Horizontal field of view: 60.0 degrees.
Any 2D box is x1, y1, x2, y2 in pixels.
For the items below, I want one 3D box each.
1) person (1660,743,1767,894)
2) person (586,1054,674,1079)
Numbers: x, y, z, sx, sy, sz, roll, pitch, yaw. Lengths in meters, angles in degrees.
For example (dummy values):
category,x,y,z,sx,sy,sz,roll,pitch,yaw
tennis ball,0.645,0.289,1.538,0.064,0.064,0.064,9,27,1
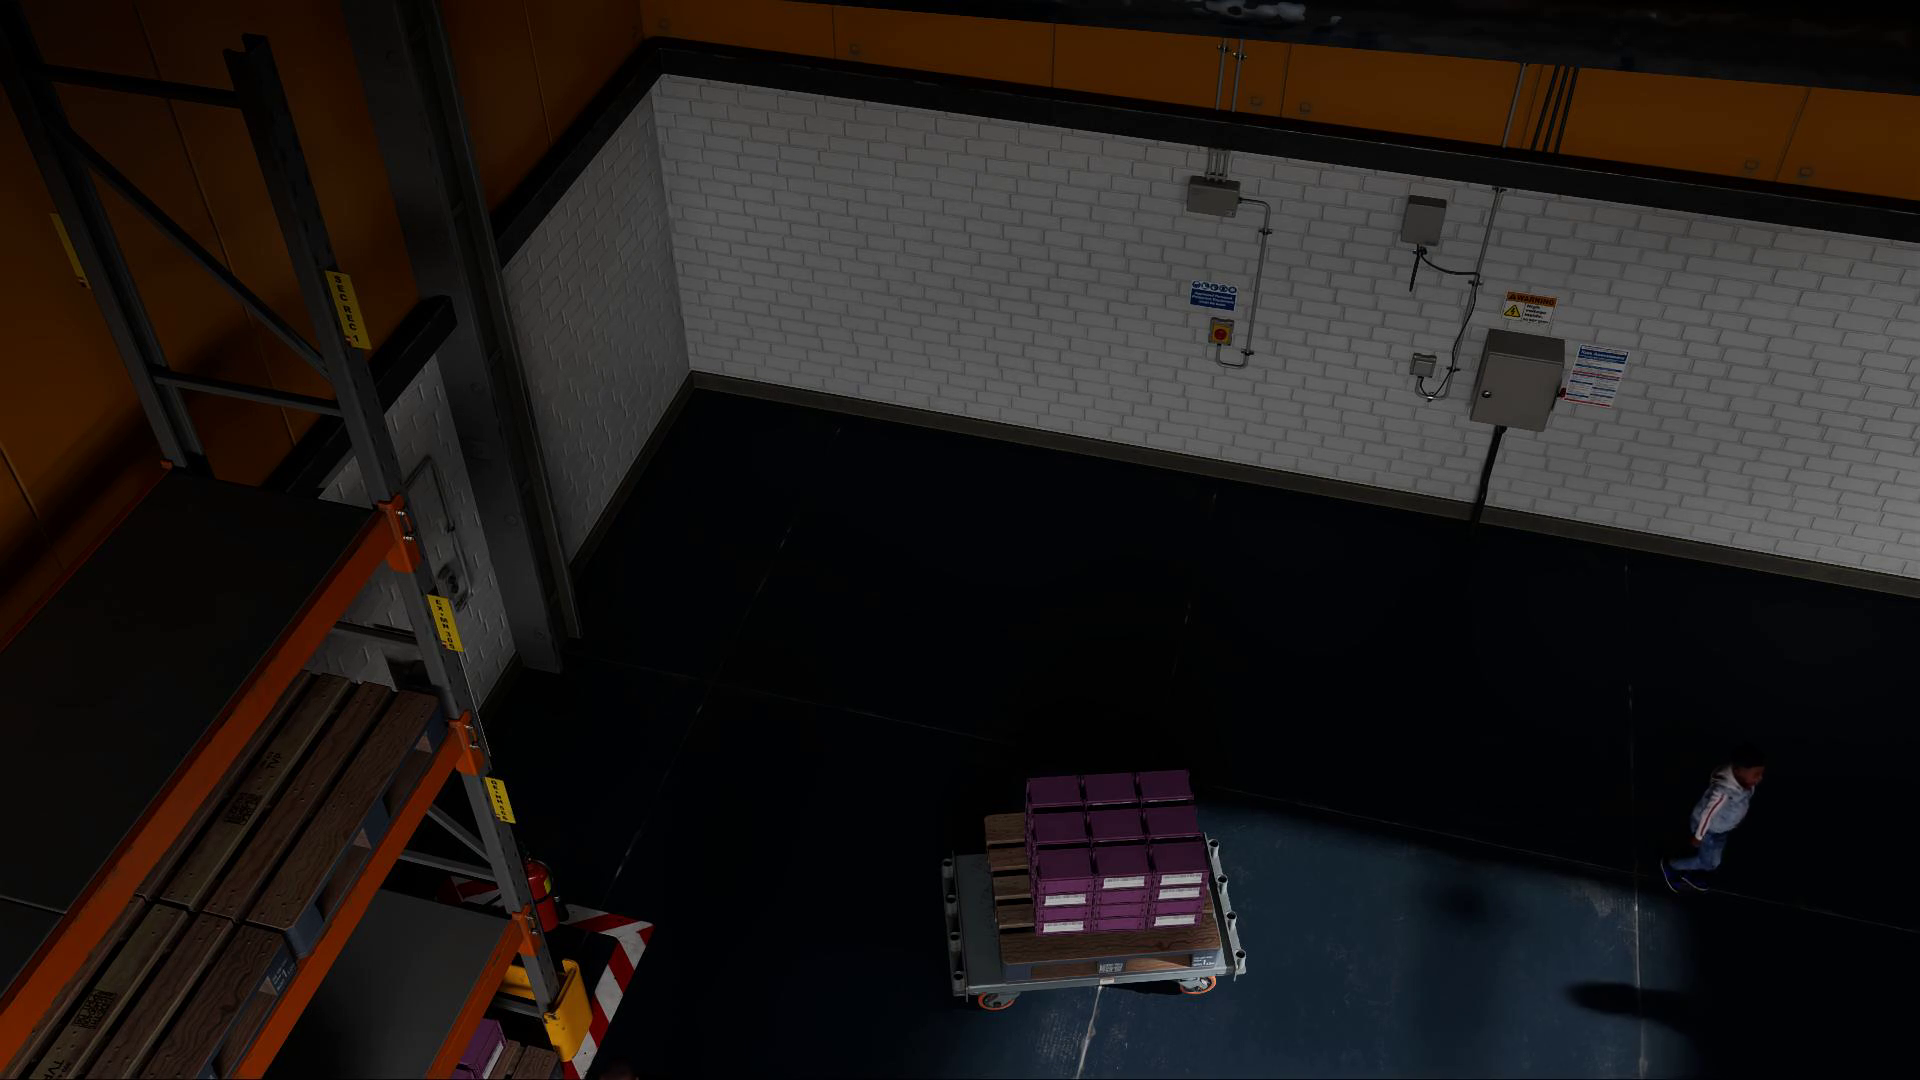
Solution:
category,x,y,z,sx,sy,sz,roll,pitch,yaw
person,4.360,1.583,9.698,0.564,1.254,0.639,-35,53,-31
person,-1.453,2.888,7.926,0.740,1.810,0.683,7,44,7
